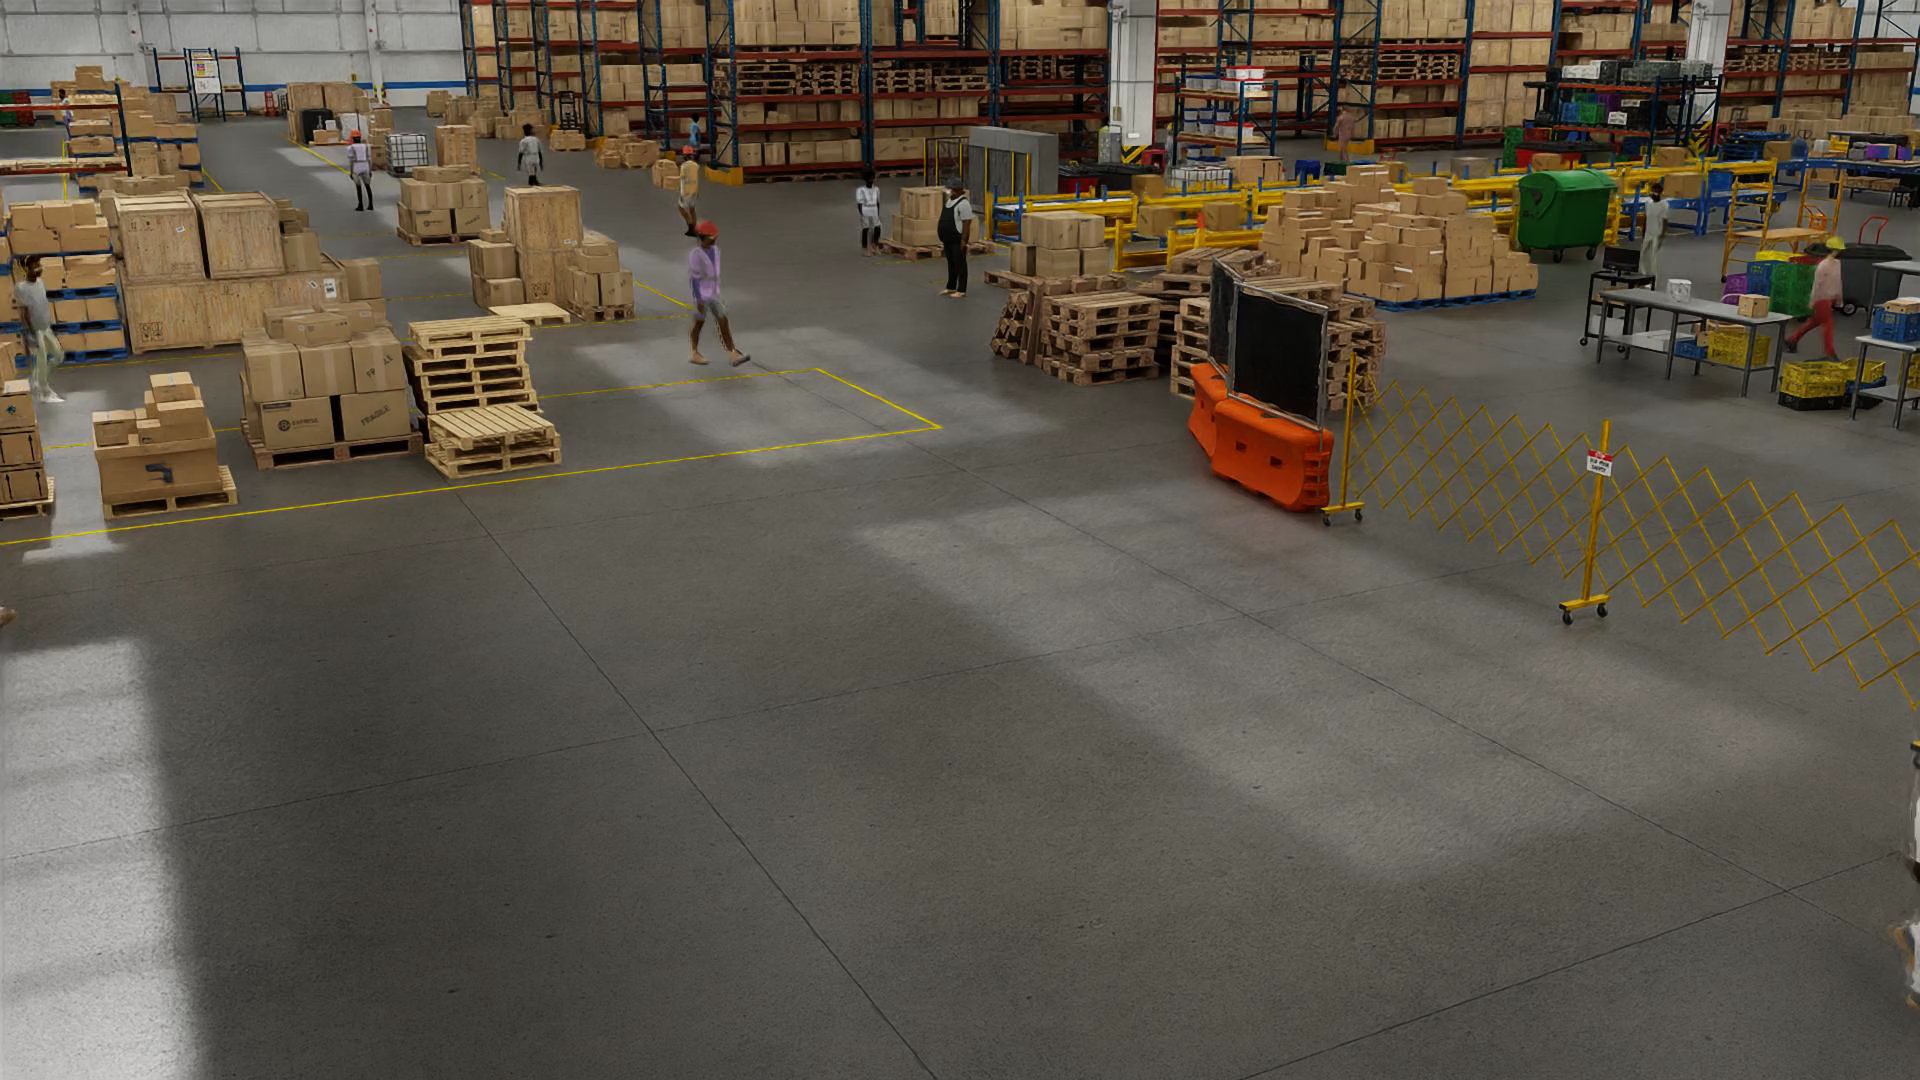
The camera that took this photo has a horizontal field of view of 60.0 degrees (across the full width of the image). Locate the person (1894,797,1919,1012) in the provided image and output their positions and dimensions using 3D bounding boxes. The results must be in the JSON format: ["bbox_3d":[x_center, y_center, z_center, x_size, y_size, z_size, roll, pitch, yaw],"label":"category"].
[{"bbox_3d":[4.809,1.438,7.975,0.614,1.871,0.469,-5,19,-16],"label":"person"}]

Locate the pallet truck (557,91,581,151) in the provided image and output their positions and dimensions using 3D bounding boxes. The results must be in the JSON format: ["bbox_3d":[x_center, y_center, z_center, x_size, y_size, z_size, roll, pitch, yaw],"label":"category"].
[{"bbox_3d":[-13.495,-14.412,57.188,0.823,1.965,1.885,-3,18,-9],"label":"pallet truck"}]

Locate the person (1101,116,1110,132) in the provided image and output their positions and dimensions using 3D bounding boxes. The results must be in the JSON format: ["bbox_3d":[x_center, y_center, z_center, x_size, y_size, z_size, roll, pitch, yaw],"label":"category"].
[{"bbox_3d":[4.316,-11.679,49.161,0.564,1.683,0.544,-11,21,-31],"label":"person"}]

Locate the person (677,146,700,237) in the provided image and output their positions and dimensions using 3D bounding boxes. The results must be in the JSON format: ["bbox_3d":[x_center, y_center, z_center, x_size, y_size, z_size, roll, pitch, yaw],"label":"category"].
[{"bbox_3d":[-5.817,-7.473,35.672,0.399,1.924,0.583,13,22,35],"label":"person"}]

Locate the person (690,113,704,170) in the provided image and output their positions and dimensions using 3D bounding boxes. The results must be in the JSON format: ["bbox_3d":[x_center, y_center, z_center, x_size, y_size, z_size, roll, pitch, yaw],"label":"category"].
[{"bbox_3d":[-7.988,-12.090,50.438,0.365,1.690,0.569,-6,19,-17],"label":"person"}]

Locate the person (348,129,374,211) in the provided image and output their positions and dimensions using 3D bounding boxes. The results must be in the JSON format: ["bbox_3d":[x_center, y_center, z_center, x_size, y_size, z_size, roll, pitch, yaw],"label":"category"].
[{"bbox_3d":[-14.511,-8.954,40.269,0.550,1.935,0.370,-14,23,-38],"label":"person"}]

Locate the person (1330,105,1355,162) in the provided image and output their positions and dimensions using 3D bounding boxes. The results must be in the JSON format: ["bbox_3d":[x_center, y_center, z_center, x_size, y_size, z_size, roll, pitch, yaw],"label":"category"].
[{"bbox_3d":[11.772,-12.458,51.316,0.648,1.862,0.911,-12,21,-33],"label":"person"}]

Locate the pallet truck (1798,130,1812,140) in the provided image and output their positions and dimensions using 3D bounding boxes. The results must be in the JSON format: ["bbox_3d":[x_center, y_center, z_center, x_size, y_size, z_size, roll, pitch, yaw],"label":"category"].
[{"bbox_3d":[25.526,-11.556,49.408,1.630,1.274,0.653,-9,20,-26],"label":"pallet truck"}]

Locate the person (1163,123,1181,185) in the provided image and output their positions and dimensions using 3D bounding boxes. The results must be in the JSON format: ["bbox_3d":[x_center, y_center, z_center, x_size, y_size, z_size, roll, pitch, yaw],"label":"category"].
[{"bbox_3d":[5.712,-10.371,44.952,0.989,1.782,0.588,-7,19,-20],"label":"person"}]

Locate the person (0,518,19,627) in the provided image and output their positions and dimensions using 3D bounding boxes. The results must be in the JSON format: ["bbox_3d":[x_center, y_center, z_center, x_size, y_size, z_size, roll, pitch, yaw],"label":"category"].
[{"bbox_3d":[-7.861,-0.182,13.142,0.962,1.793,0.640,4,18,13],"label":"person"}]

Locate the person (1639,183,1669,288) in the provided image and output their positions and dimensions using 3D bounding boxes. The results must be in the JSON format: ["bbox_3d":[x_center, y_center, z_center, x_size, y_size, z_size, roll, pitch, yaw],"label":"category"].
[{"bbox_3d":[12.143,-5.327,29.125,0.487,1.840,0.521,-12,21,-32],"label":"person"}]

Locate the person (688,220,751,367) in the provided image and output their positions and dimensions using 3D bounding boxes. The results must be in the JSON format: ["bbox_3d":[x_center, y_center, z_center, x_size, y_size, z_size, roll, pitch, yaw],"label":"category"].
[{"bbox_3d":[-3.350,-3.332,22.637,1.037,1.994,0.639,12,21,33],"label":"person"}]

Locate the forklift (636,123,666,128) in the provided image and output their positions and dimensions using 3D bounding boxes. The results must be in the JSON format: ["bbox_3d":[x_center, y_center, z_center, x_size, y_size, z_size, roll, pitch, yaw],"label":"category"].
[{"bbox_3d":[-12.498,-18.233,67.677,1.873,2.768,1.129,-9,20,-26],"label":"forklift"}]

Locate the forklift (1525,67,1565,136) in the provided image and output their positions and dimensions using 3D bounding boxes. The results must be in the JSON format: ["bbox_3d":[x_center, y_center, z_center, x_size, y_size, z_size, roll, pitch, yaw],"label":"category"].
[{"bbox_3d":[20.021,-14.435,55.837,1.873,2.768,1.129,-9,20,-26],"label":"forklift"}]

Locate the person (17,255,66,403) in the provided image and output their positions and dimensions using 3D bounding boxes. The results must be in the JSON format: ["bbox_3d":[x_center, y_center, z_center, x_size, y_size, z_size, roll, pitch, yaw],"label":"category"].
[{"bbox_3d":[-11.385,-2.603,20.601,0.394,1.859,0.506,2,18,5],"label":"person"}]

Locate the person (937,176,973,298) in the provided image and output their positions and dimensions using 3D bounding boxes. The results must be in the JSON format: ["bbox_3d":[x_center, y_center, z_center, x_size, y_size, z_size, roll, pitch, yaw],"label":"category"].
[{"bbox_3d":[-0.119,-5.127,28.172,0.536,2.000,0.672,-10,20,-27],"label":"person"}]

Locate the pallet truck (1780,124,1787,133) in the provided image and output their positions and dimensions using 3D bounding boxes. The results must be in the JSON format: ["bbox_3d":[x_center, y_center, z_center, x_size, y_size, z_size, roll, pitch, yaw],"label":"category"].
[{"bbox_3d":[25.206,-12.542,52.601,1.601,1.201,0.680,0,18,-2],"label":"pallet truck"}]

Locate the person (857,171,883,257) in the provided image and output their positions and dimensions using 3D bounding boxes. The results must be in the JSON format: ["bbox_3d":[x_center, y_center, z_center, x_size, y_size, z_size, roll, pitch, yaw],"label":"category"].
[{"bbox_3d":[-1.767,-6.394,32.708,0.536,1.684,0.495,-10,21,-30],"label":"person"}]

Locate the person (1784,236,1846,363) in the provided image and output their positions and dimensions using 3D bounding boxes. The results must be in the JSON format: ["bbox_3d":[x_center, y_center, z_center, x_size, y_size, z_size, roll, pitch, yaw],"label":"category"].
[{"bbox_3d":[12.067,-3.394,23.306,0.532,1.741,0.879,-14,22,-36],"label":"person"}]

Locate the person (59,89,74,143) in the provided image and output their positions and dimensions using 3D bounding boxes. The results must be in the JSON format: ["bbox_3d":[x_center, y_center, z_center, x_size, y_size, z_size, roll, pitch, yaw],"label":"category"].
[{"bbox_3d":[-32.328,-15.339,60.224,0.400,1.914,0.590,-15,23,-39],"label":"person"}]

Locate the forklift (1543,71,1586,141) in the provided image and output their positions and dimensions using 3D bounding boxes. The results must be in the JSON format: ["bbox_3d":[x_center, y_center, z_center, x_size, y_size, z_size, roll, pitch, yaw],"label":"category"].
[{"bbox_3d":[18.685,-13.231,52.085,1.873,2.768,1.129,-9,20,-26],"label":"forklift"}]

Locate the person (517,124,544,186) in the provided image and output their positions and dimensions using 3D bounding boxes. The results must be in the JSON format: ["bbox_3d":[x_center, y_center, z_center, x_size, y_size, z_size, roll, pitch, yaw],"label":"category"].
[{"bbox_3d":[-10.957,-9.651,42.506,1.033,1.915,0.608,13,22,35],"label":"person"}]

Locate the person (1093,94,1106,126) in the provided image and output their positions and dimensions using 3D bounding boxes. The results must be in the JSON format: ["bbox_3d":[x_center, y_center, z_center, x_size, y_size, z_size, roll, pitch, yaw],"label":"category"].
[{"bbox_3d":[5.237,-16.012,62.797,0.542,1.590,0.840,-16,24,-40],"label":"person"}]
